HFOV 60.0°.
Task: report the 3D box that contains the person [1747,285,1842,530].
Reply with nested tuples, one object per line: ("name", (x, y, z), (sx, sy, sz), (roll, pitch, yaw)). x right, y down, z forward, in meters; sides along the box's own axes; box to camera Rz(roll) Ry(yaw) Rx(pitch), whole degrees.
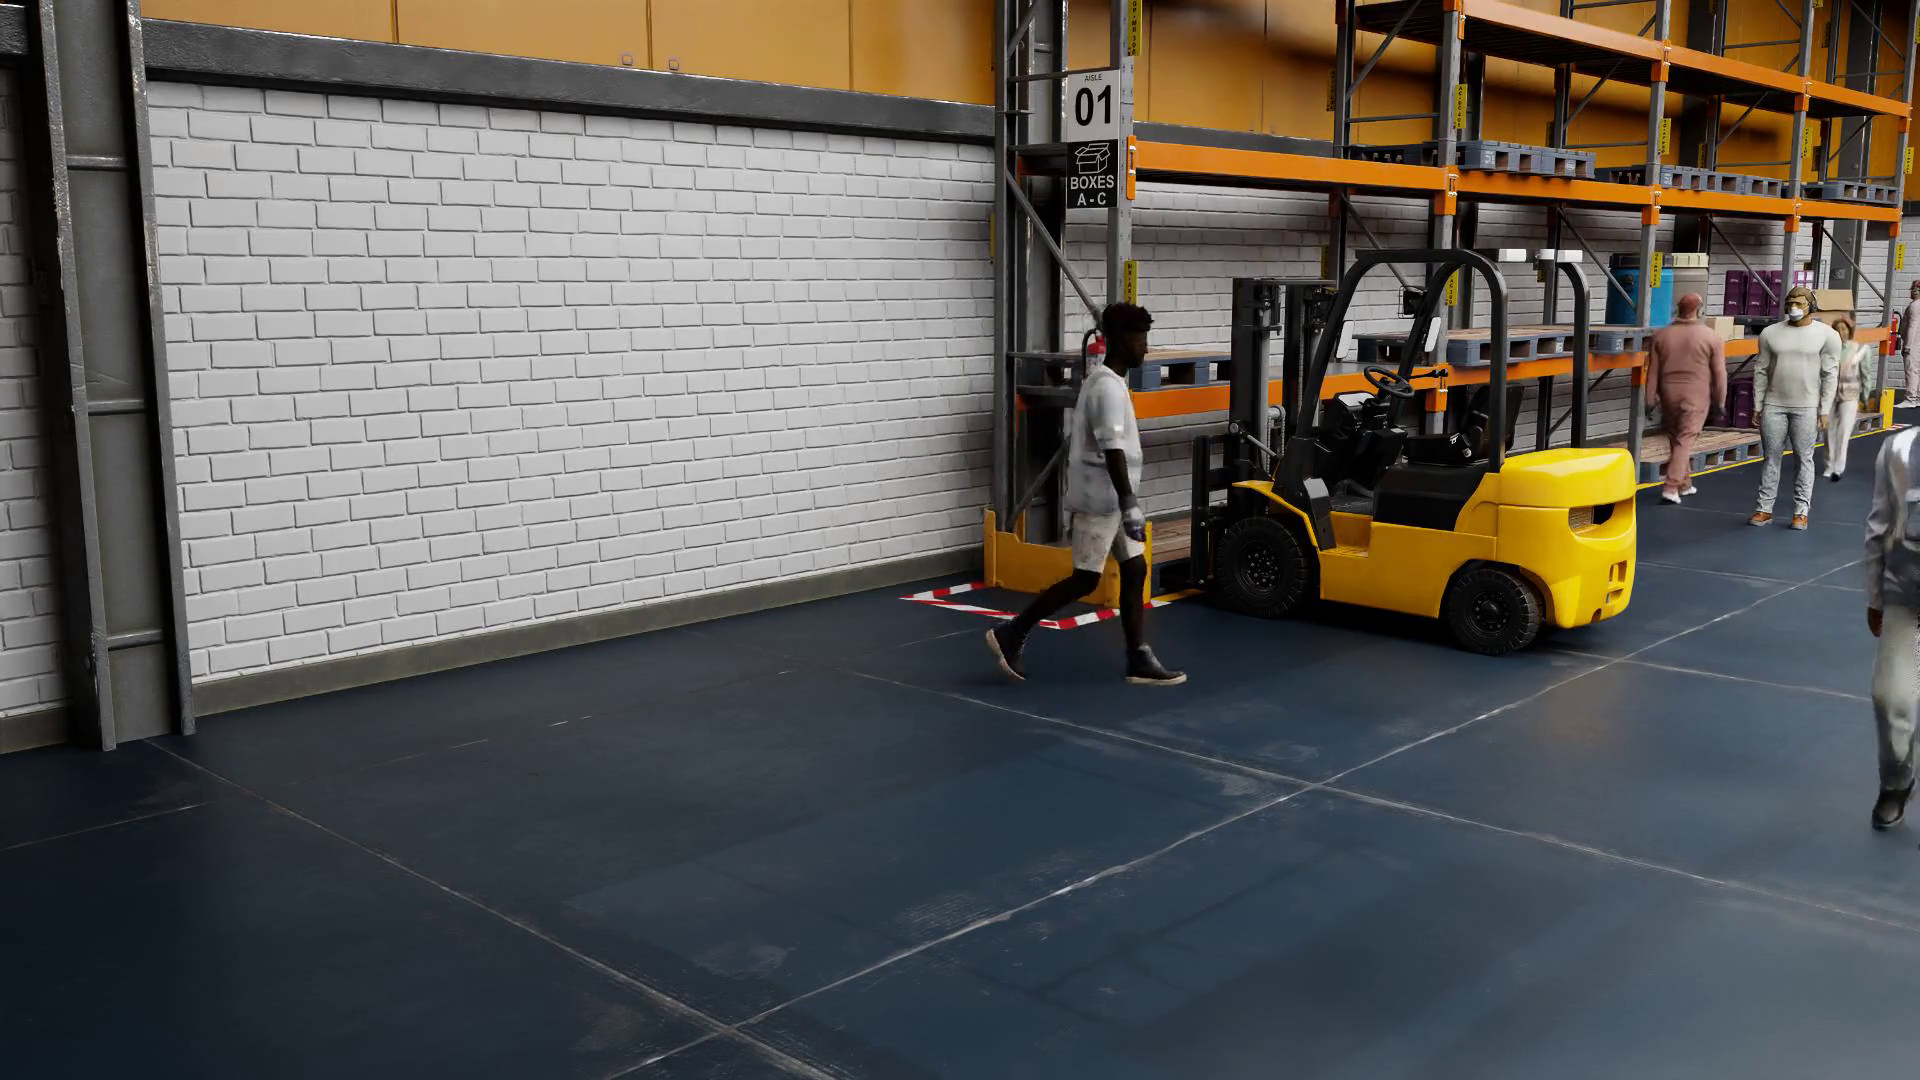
("person", (6.647, -1.054, 13.288), (0.630, 1.940, 0.373), (8, 12, 40))

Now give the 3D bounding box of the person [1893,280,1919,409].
("person", (14.195, -2.907, 24.748), (0.653, 1.906, 0.408), (-7, 12, -38))

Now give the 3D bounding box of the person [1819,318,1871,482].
("person", (8.579, -1.370, 16.280), (0.550, 1.589, 0.856), (7, 11, 35))

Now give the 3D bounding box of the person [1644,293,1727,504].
("person", (6.473, -1.260, 14.820), (0.979, 1.860, 0.657), (-9, 13, -44))

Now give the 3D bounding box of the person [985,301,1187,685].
("person", (0.631, -0.216, 8.213), (0.920, 1.927, 0.599), (2, 9, 10))

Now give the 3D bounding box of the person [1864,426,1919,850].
("person", (3.501, 0.214, 5.874), (0.592, 1.818, 0.417), (7, 12, 37))

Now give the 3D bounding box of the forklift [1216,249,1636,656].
("forklift", (2.710, -0.584, 9.626), (2.313, 2.155, 1.214), (9, 13, 43))
